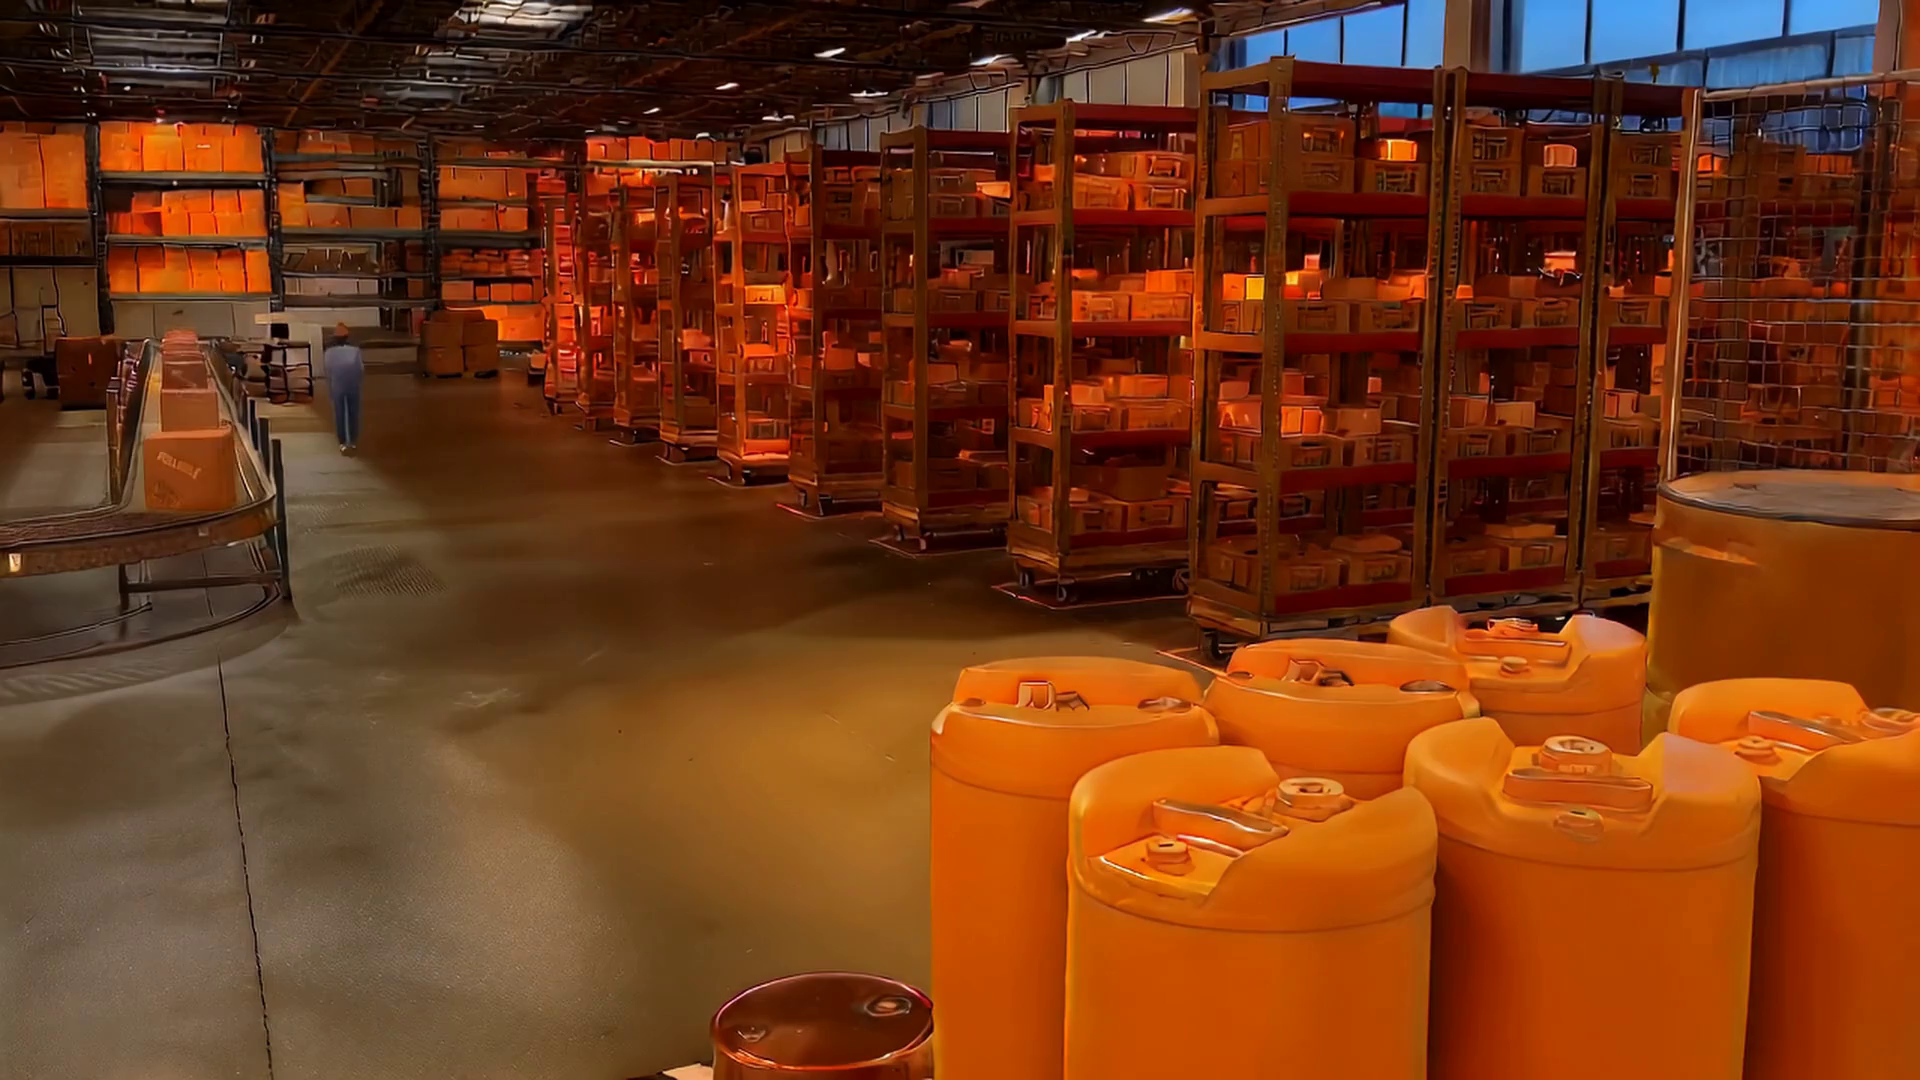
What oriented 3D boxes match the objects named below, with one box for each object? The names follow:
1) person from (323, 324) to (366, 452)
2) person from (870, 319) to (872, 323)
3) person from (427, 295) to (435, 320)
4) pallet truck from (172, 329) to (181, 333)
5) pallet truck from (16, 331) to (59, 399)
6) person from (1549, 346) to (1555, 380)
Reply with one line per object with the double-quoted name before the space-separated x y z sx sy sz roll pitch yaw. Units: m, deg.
"person" -8.367 -2.086 22.658 0.522 1.717 0.947 -4 10 -21
"person" -2.835 -6.870 52.185 0.324 1.753 0.573 2 9 14
"person" -15.889 -6.514 49.991 0.367 1.744 0.540 -3 10 -18
"pallet truck" -17.275 -3.851 35.096 1.601 1.201 0.680 0 9 1
"pallet truck" -17.082 -3.353 31.781 1.630 1.274 0.653 -4 10 -25
"person" 7.826 -2.196 22.749 0.708 1.883 1.081 -2 9 -15
